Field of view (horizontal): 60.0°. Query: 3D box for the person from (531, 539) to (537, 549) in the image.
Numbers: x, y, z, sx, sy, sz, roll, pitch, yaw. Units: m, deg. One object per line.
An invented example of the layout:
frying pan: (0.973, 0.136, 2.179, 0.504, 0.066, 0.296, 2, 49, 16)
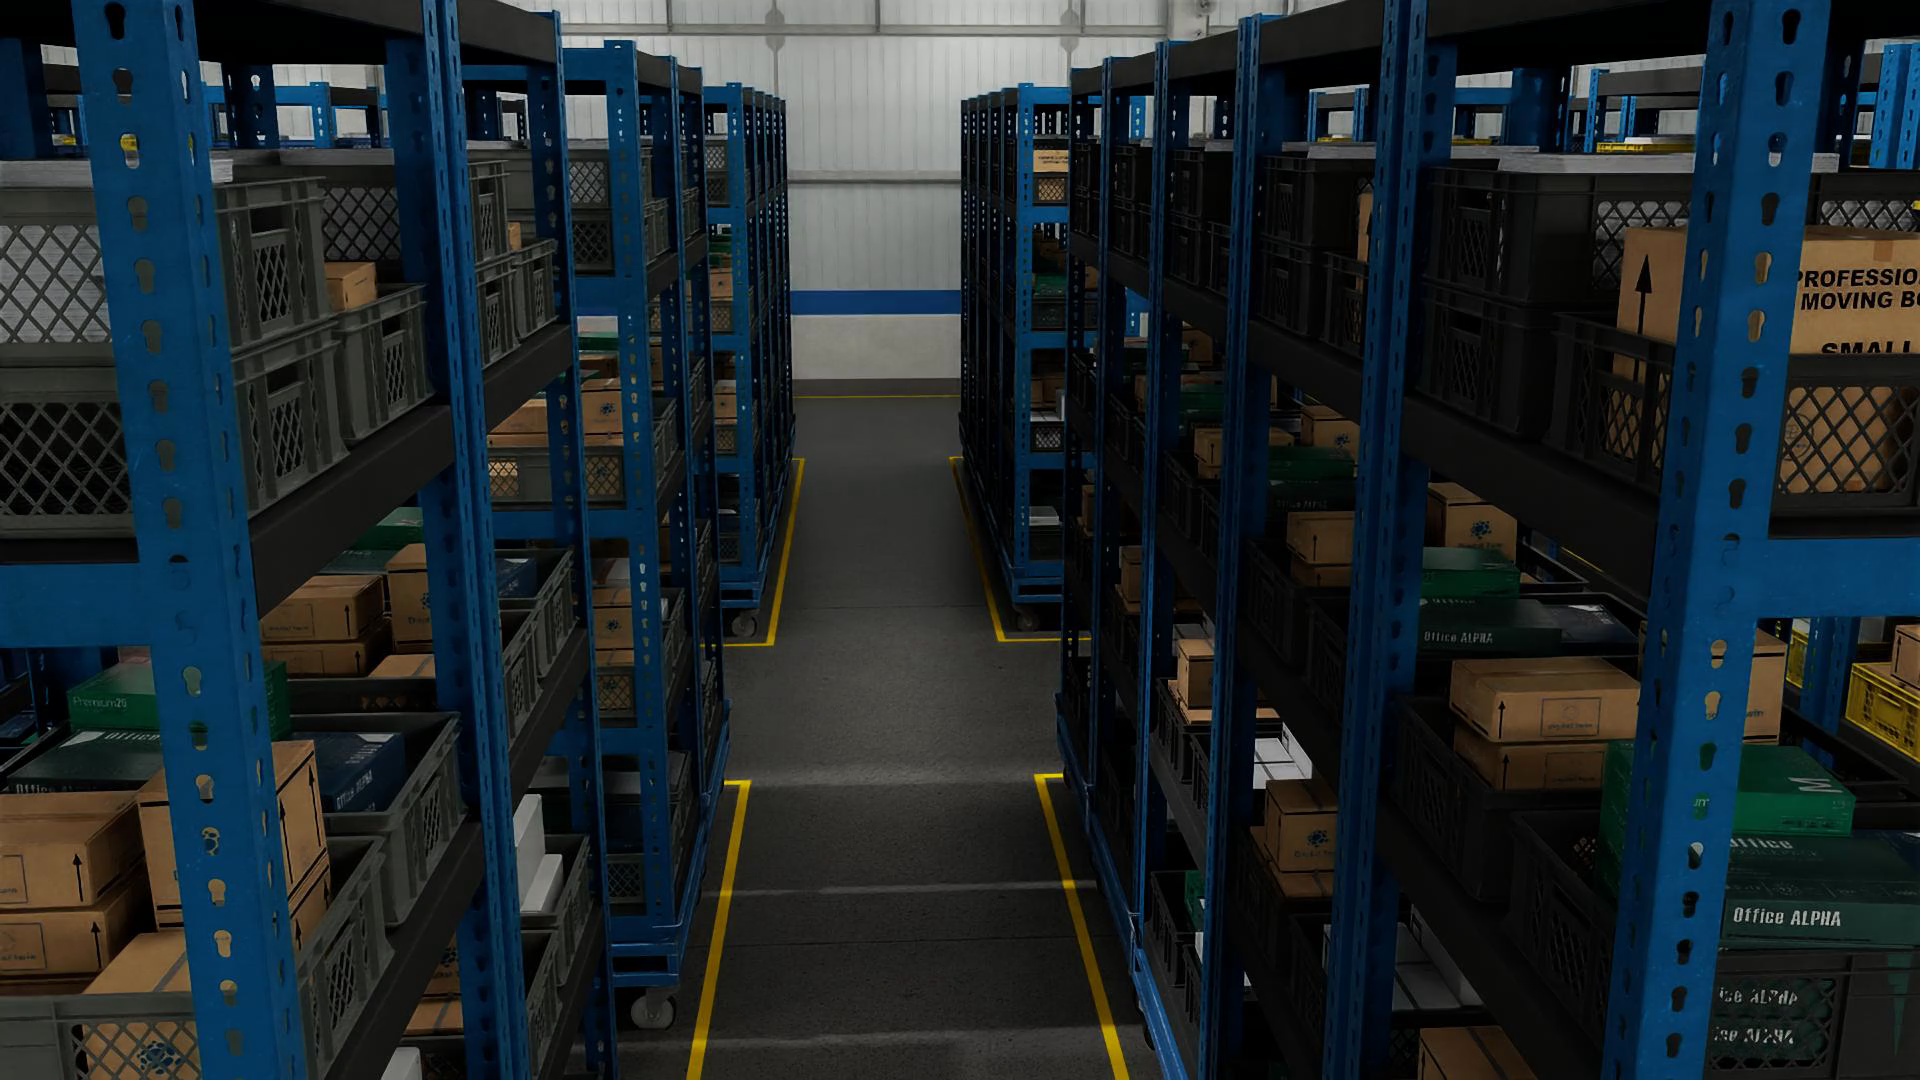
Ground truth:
person: (-2.629, -0.201, 10.482, 0.410, 1.985, 0.611, -1, 14, -5)
